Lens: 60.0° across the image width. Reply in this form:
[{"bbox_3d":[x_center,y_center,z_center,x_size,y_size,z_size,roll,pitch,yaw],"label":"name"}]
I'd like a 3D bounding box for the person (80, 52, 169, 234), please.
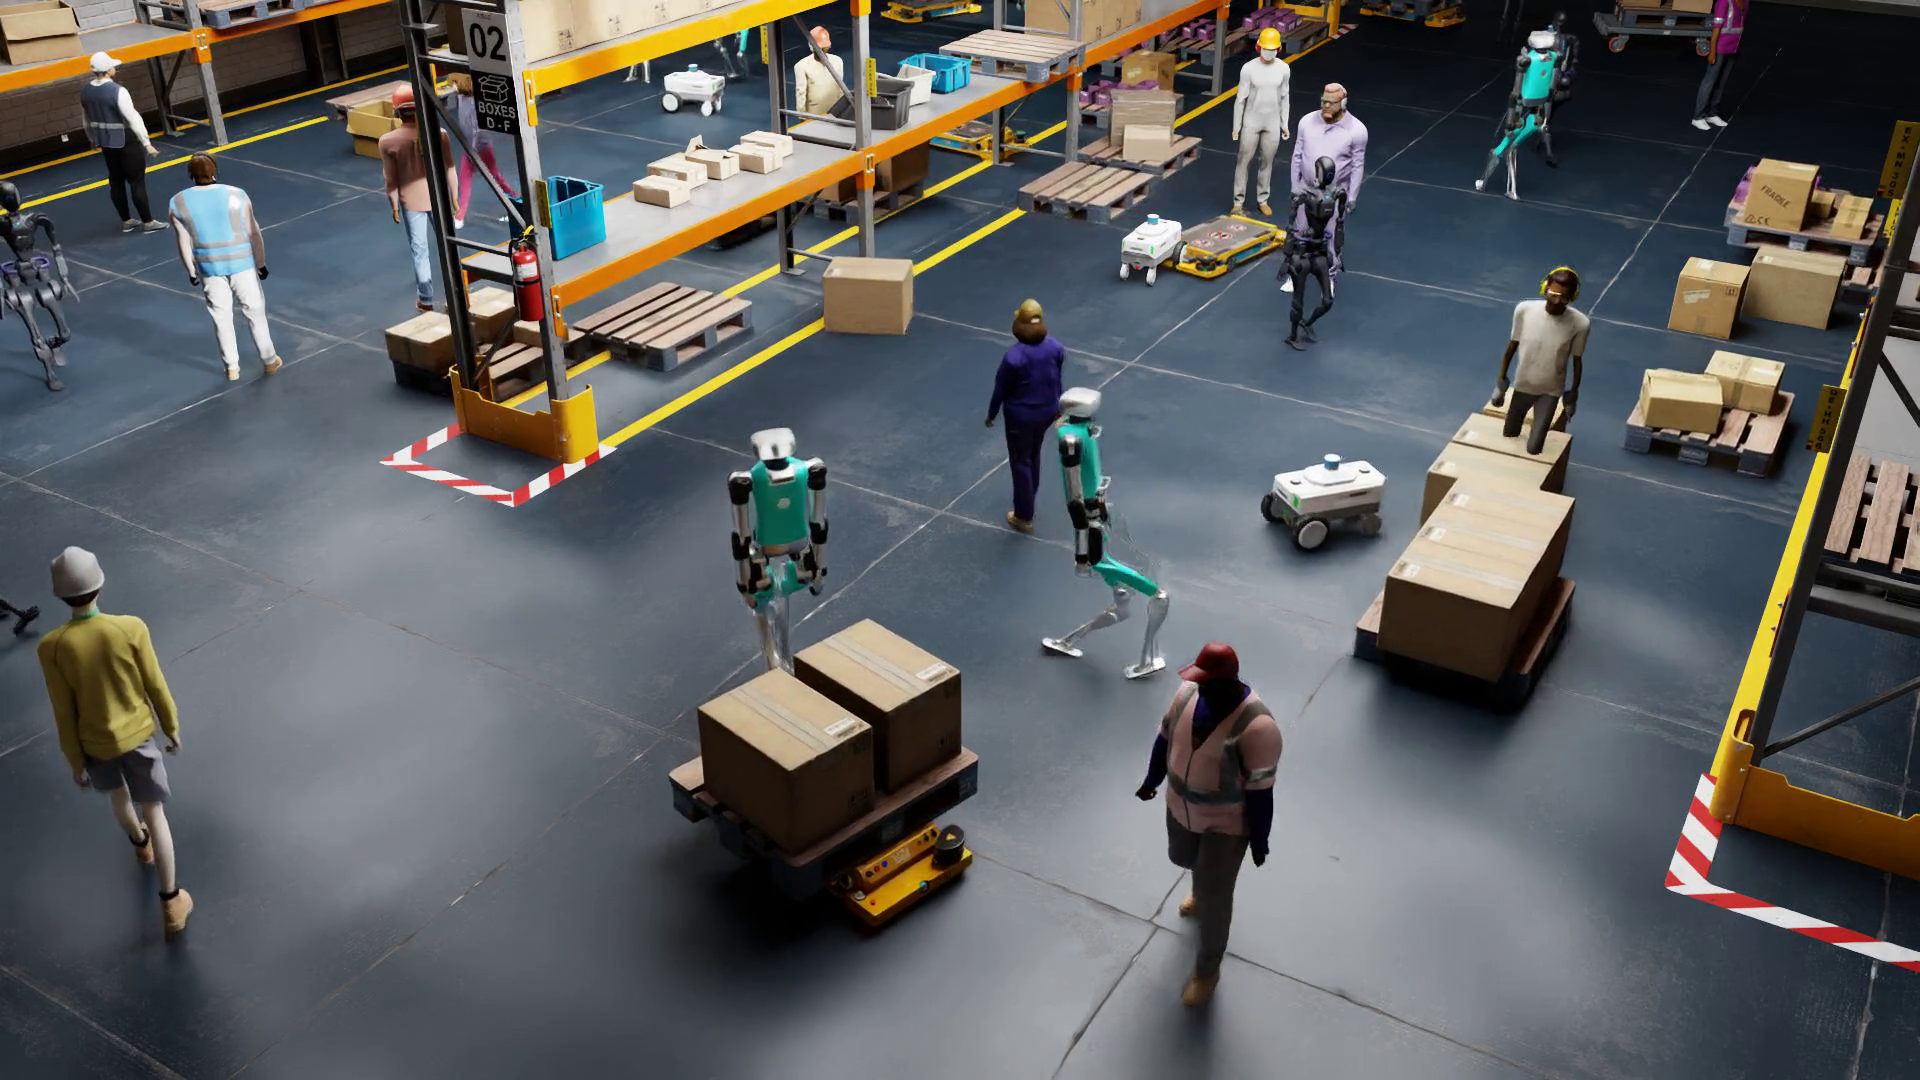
[{"bbox_3d":[-8.233,-3.878,16.288,0.753,1.758,0.449,8,31,14],"label":"person"}]

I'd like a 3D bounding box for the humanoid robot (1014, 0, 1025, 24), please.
[{"bbox_3d":[1.011,-7.231,22.345,0.541,1.888,0.736,4,30,7],"label":"humanoid robot"}]

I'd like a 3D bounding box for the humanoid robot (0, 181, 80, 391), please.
[{"bbox_3d":[-7.342,-2.034,13.116,0.592,1.637,0.583,-23,37,-34],"label":"humanoid robot"}]

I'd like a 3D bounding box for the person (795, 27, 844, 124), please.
[{"bbox_3d":[-1.425,-4.451,17.306,0.574,1.749,0.334,-18,34,-28],"label":"person"}]

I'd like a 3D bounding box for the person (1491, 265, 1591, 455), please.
[{"bbox_3d":[3.910,-1.045,11.221,0.550,1.834,0.782,17,34,28],"label":"person"}]

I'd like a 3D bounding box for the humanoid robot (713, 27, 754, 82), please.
[{"bbox_3d":[-2.922,-6.716,21.361,0.541,1.808,0.784,13,32,22],"label":"humanoid robot"}]

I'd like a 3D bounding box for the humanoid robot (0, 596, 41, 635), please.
[{"bbox_3d":[-5.881,-0.175,9.850,0.497,1.666,0.601,-11,31,-19],"label":"humanoid robot"}]

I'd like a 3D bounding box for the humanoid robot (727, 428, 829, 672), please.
[{"bbox_3d":[-1.055,0.098,9.300,0.530,1.796,0.825,-10,31,-18],"label":"humanoid robot"}]

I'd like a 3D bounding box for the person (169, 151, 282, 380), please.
[{"bbox_3d":[-5.812,-2.167,13.178,0.620,1.845,0.430,-9,31,-15],"label":"person"}]

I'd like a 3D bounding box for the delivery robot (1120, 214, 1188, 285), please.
[{"bbox_3d":[1.788,-2.736,15.492,0.499,0.595,0.792,15,33,25],"label":"delivery robot"}]

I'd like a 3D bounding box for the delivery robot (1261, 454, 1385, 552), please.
[{"bbox_3d":[2.460,-0.288,11.153,0.788,0.587,0.499,-9,31,-16],"label":"delivery robot"}]

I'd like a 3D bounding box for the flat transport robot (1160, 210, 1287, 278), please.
[{"bbox_3d":[2.527,-2.840,15.966,0.659,0.231,1.431,24,37,36],"label":"flat transport robot"}]

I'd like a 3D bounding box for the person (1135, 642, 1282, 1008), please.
[{"bbox_3d":[1.132,1.159,7.419,0.670,1.731,0.717,25,38,36],"label":"person"}]

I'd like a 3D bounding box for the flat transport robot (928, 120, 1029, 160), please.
[{"bbox_3d":[0.021,-4.651,19.169,1.431,0.231,0.659,20,35,31],"label":"flat transport robot"}]

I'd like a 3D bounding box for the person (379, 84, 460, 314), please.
[{"bbox_3d":[-4.628,-2.929,14.374,0.609,1.993,0.377,-14,32,-22],"label":"person"}]

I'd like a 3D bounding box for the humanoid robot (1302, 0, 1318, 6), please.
[{"bbox_3d":[5.413,-8.593,24.675,0.556,1.756,0.952,-21,36,-32],"label":"humanoid robot"}]

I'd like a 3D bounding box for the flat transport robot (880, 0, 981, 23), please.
[{"bbox_3d":[-0.439,-8.057,25.193,1.431,0.231,0.659,-21,36,-33],"label":"flat transport robot"}]

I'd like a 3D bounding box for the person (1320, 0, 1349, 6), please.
[{"bbox_3d":[5.856,-9.191,25.619,0.617,1.836,0.432,23,37,34],"label":"person"}]

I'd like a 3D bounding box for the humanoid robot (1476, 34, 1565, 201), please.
[{"bbox_3d":[5.730,-4.366,17.262,0.547,1.858,0.853,-10,31,-17],"label":"humanoid robot"}]

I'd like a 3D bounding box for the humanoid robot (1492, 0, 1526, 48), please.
[{"bbox_3d":[7.781,-7.696,23.120,0.601,1.655,0.385,2,30,3],"label":"humanoid robot"}]

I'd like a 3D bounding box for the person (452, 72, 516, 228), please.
[{"bbox_3d":[-4.816,-3.883,16.469,0.863,1.581,0.500,-22,36,-33],"label":"person"}]

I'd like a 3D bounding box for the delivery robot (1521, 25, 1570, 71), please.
[{"bbox_3d":[7.897,-6.603,22.326,0.499,0.589,0.782,-1,29,-1],"label":"delivery robot"}]

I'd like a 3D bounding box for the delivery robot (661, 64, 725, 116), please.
[{"bbox_3d":[-3.283,-5.537,20.445,0.765,0.593,0.519,9,31,16],"label":"delivery robot"}]

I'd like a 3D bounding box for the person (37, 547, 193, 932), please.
[{"bbox_3d":[-3.905,0.912,7.751,0.497,1.838,0.916,-14,32,-23],"label":"person"}]

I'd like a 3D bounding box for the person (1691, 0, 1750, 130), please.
[{"bbox_3d":[9.003,-5.775,19.553,0.523,1.846,0.321,-16,33,-26],"label":"person"}]

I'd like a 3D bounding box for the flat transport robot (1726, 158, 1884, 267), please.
[{"bbox_3d":[8.027,-2.786,15.869,0.659,0.231,1.431,17,34,27],"label":"flat transport robot"}]

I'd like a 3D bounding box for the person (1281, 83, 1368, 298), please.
[{"bbox_3d":[3.218,-3.089,14.744,0.640,1.910,0.404,16,33,25],"label":"person"}]

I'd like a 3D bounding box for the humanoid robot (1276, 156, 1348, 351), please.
[{"bbox_3d":[2.896,-2.354,13.675,0.610,1.641,0.343,-12,32,-20],"label":"humanoid robot"}]

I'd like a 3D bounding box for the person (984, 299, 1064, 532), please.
[{"bbox_3d":[0.409,-0.855,11.085,0.496,1.600,0.498,-17,34,-28],"label":"person"}]

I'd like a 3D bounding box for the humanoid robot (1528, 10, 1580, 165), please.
[{"bbox_3d":[6.593,-5.011,18.451,0.599,1.647,0.799,-5,30,-8],"label":"humanoid robot"}]

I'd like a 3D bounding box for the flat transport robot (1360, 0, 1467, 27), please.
[{"bbox_3d":[6.805,-7.934,24.976,0.659,0.231,1.431,-26,39,-38],"label":"flat transport robot"}]

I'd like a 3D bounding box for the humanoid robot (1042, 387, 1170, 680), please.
[{"bbox_3d":[0.973,0.021,9.456,0.968,1.759,0.557,10,31,17],"label":"humanoid robot"}]

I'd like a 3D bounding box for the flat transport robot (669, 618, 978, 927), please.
[{"bbox_3d":[-0.669,1.405,8.456,0.659,0.231,1.431,-26,38,-38],"label":"flat transport robot"}]

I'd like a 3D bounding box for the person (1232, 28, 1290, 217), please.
[{"bbox_3d":[3.023,-4.176,16.680,0.582,1.892,0.377,-3,30,-5],"label":"person"}]

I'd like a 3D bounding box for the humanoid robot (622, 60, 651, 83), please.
[{"bbox_3d":[-4.143,-6.757,21.422,0.577,1.786,0.716,13,32,22],"label":"humanoid robot"}]
